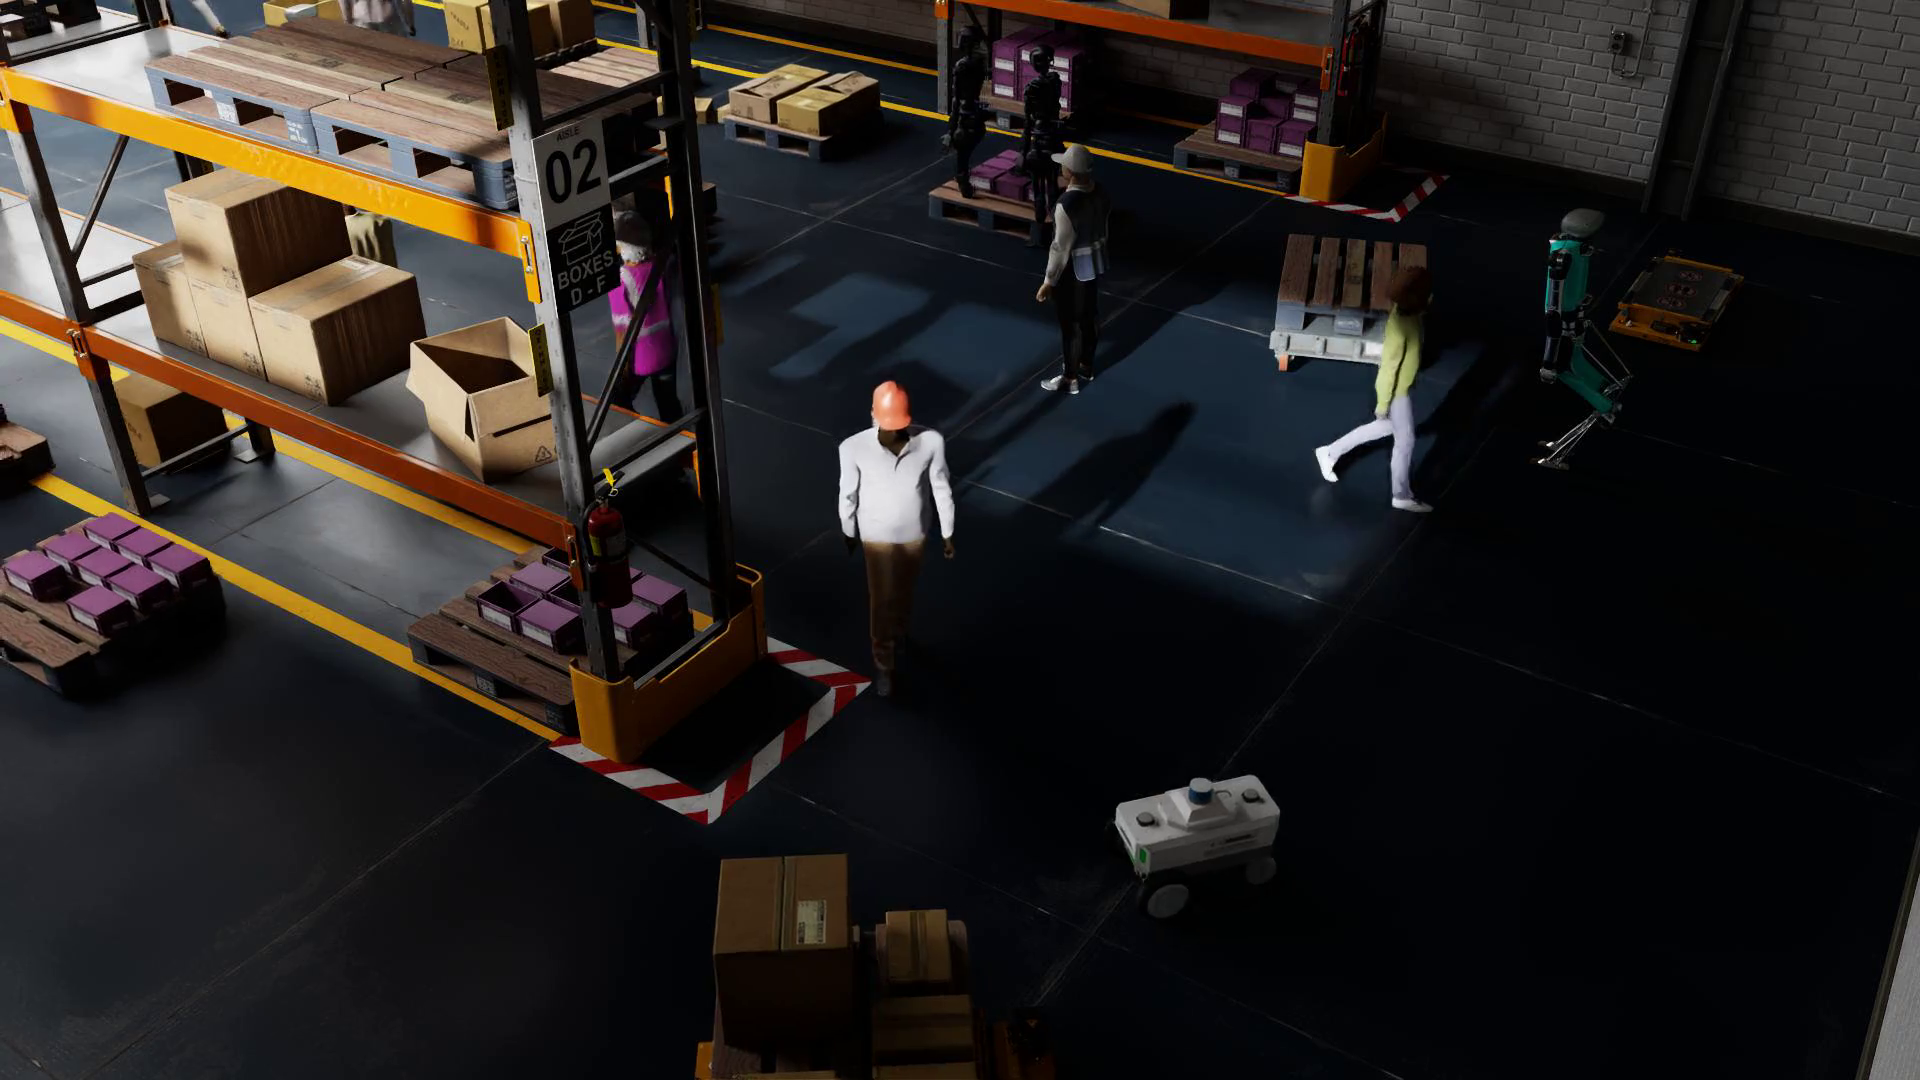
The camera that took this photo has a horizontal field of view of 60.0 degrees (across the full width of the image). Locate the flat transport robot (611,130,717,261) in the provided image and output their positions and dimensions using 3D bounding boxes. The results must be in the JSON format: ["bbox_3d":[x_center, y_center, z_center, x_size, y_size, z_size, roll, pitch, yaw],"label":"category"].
[{"bbox_3d":[-2.763,-2.661,13.963,0.659,0.231,1.431,20,38,27],"label":"flat transport robot"}]

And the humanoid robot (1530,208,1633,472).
[{"bbox_3d":[3.883,-1.179,10.222,0.735,1.671,0.533,20,38,27],"label":"humanoid robot"}]

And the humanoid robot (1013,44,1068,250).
[{"bbox_3d":[0.664,-3.186,13.469,0.315,1.654,0.599,20,38,27],"label":"humanoid robot"}]

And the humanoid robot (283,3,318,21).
[{"bbox_3d":[-5.221,-3.609,13.956,0.735,1.671,0.533,20,38,27],"label":"humanoid robot"}]

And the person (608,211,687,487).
[{"bbox_3d":[-1.934,-1.152,10.211,0.474,1.833,0.532,25,41,33],"label":"person"}]

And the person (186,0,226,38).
[{"bbox_3d":[-8.733,-6.330,18.190,1.040,1.831,0.613,0,33,0],"label":"person"}]

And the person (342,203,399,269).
[{"bbox_3d":[-3.927,-1.593,10.963,0.333,1.747,0.561,20,38,28],"label":"person"}]

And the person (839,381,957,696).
[{"bbox_3d":[-0.302,-0.025,8.567,0.580,1.723,0.722,-9,34,-13],"label":"person"}]

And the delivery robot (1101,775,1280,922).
[{"bbox_3d":[1.048,1.347,7.553,0.797,0.608,0.499,-10,34,-15],"label":"delivery robot"}]

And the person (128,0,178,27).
[{"bbox_3d":[-7.582,-4.828,15.869,0.653,1.836,0.528,9,34,13],"label":"person"}]

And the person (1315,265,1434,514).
[{"bbox_3d":[2.596,-0.932,10.072,0.709,1.609,0.500,10,34,15],"label":"person"}]

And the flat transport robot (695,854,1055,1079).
[{"bbox_3d":[-0.334,2.181,6.522,1.431,0.231,0.659,-2,33,-3],"label":"flat transport robot"}]

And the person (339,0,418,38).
[{"bbox_3d":[-5.594,-4.985,16.055,0.687,1.898,0.416,-7,34,-10],"label":"person"}]

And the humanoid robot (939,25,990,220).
[{"bbox_3d":[-0.006,-3.466,13.915,0.472,1.652,0.603,13,35,19],"label":"humanoid robot"}]

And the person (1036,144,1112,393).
[{"bbox_3d":[0.789,-1.838,11.331,0.432,1.758,0.756,20,38,28],"label":"person"}]

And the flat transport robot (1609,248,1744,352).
[{"bbox_3d":[5.497,-1.843,12.706,0.659,0.231,1.431,20,38,27],"label":"flat transport robot"}]
